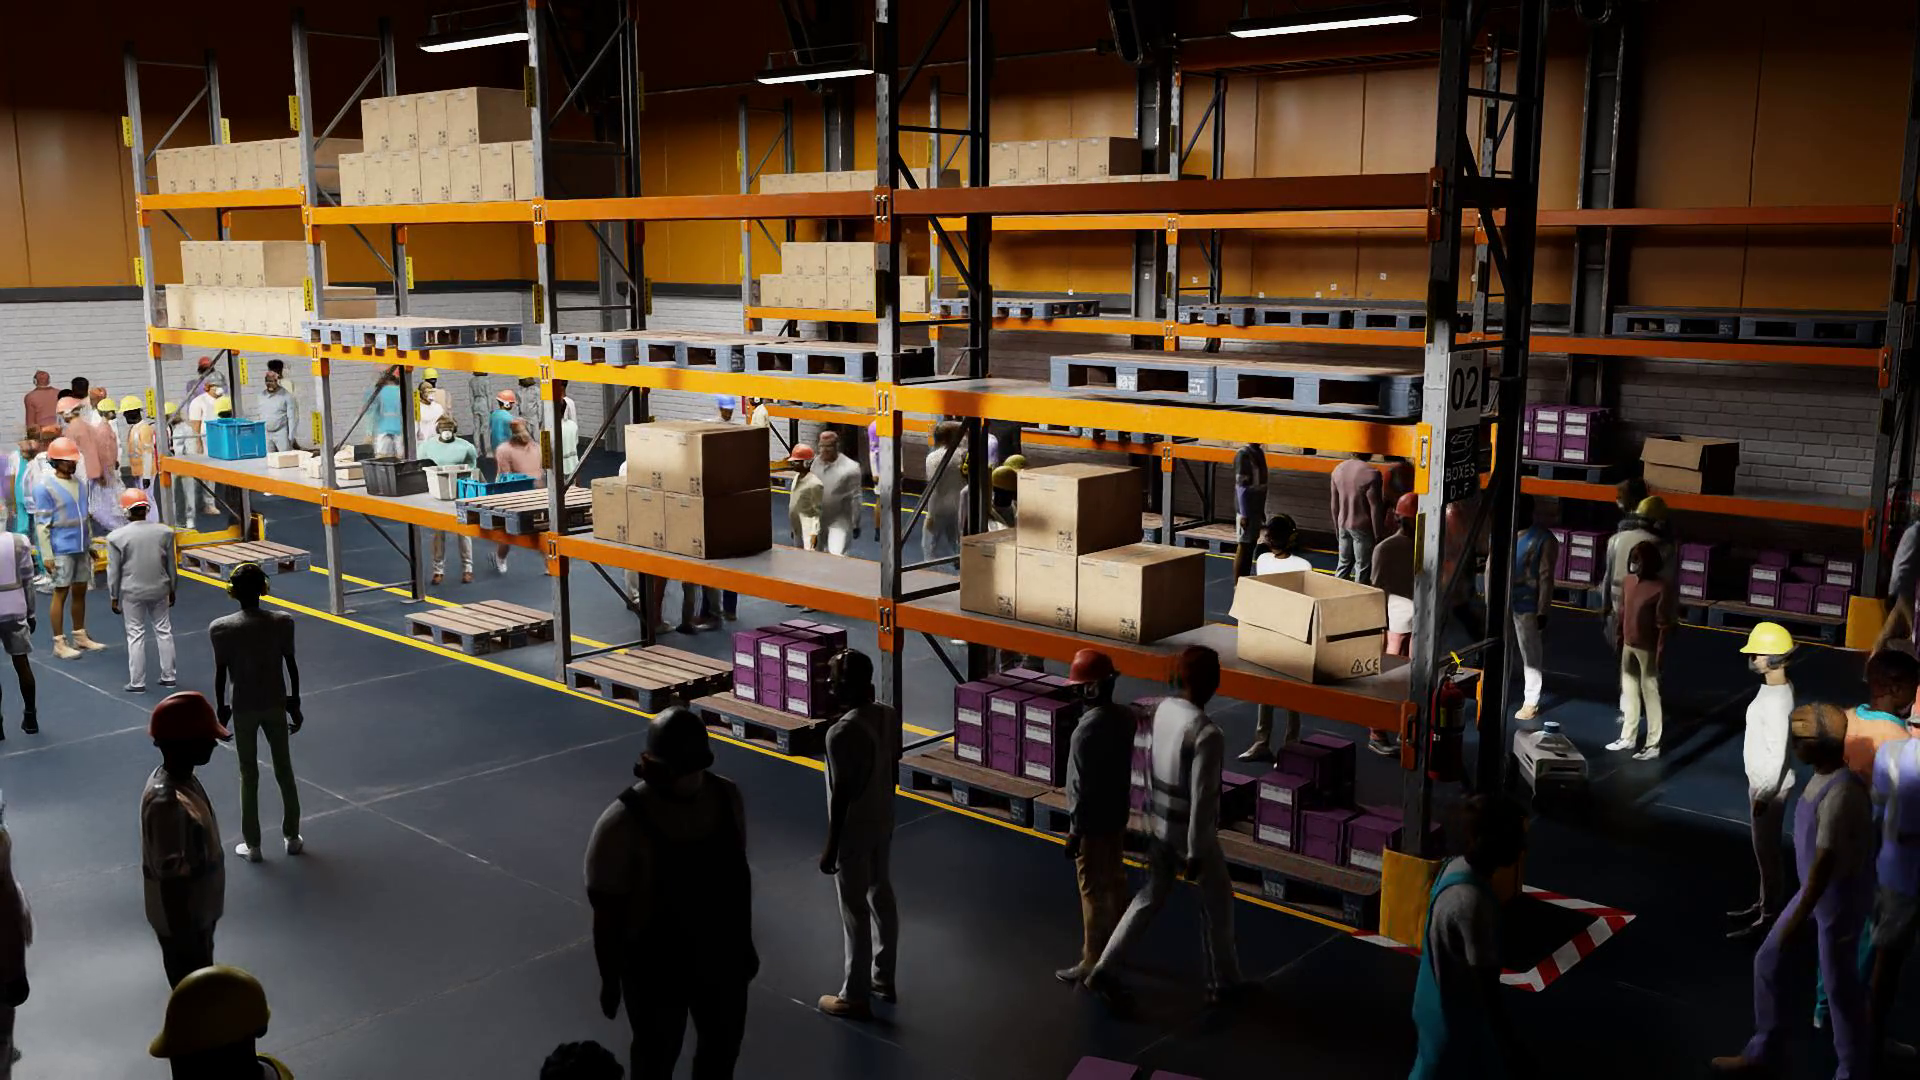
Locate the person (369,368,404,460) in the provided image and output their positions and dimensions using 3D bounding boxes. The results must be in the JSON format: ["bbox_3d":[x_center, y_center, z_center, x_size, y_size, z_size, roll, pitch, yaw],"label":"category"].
[{"bbox_3d":[-8.612,-1.635,25.107,0.754,1.997,0.459,-1,10,-4],"label":"person"}]

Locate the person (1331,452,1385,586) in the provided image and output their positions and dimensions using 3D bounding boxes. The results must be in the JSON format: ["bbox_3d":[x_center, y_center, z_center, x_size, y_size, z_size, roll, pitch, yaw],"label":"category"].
[{"bbox_3d":[3.958,-0.098,16.537,0.372,1.940,0.630,-7,12,-35],"label":"person"}]

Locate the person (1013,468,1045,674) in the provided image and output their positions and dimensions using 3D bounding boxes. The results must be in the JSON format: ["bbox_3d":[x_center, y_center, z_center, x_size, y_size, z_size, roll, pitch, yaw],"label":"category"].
[{"bbox_3d":[0.581,0.305,14.430,0.358,1.880,0.575,3,10,16],"label":"person"}]

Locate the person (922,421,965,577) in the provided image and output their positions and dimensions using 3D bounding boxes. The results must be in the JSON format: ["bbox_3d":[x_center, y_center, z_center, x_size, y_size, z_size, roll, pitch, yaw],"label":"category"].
[{"bbox_3d":[-0.207,-0.302,17.729,0.790,1.917,0.673,8,13,39],"label":"person"}]

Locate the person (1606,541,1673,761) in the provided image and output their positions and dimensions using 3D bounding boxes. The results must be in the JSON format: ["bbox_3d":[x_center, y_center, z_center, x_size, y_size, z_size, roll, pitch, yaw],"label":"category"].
[{"bbox_3d":[5.038,0.810,12.292,0.279,1.626,0.505,-3,11,-19],"label":"person"}]

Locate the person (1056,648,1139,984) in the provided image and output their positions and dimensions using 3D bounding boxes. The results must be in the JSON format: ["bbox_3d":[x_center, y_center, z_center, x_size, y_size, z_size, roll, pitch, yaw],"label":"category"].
[{"bbox_3d":[0.693,1.409,8.549,0.332,1.746,0.559,6,12,30],"label":"person"}]

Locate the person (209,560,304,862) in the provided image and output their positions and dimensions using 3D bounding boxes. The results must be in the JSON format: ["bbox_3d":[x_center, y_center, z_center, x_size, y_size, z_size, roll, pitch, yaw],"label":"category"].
[{"bbox_3d":[-4.327,1.045,10.254,0.514,1.876,0.328,-7,12,-33],"label":"person"}]

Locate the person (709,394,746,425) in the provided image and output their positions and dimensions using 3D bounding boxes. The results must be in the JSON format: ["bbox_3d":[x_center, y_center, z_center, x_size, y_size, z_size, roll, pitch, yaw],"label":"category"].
[{"bbox_3d":[-2.957,-0.894,21.088,0.622,1.925,0.645,-5,11,-25],"label":"person"}]

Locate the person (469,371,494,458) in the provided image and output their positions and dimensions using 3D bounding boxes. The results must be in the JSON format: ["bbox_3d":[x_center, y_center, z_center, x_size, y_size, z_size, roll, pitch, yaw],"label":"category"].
[{"bbox_3d":[-8.544,-2.341,29.791,0.483,1.736,0.311,5,11,25],"label":"person"}]

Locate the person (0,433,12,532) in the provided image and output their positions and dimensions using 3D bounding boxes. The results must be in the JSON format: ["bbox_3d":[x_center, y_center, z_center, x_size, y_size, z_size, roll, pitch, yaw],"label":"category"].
[{"bbox_3d":[-11.450,-0.500,19.678,0.523,1.631,0.320,3,10,15],"label":"person"}]

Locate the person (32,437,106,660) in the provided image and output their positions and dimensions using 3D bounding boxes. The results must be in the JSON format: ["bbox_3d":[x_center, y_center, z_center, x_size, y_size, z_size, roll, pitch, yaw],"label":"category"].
[{"bbox_3d":[-8.168,0.069,15.296,0.391,2.040,0.615,3,10,14],"label":"person"}]

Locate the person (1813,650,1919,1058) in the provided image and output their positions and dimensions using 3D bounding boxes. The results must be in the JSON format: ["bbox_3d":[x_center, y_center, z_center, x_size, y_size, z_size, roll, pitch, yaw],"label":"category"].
[{"bbox_3d":[4.276,1.454,7.817,0.391,1.920,0.593,0,10,-2],"label":"person"}]

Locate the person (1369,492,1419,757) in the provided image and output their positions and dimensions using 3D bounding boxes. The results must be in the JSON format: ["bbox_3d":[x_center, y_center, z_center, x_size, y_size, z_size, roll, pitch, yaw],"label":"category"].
[{"bbox_3d":[3.308,0.619,12.356,0.618,1.986,0.408,-6,12,-30],"label":"person"}]

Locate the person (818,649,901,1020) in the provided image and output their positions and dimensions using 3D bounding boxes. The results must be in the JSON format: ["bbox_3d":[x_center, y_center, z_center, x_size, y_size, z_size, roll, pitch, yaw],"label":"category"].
[{"bbox_3d":[-0.498,1.432,8.160,0.346,1.842,0.506,6,12,32],"label":"person"}]

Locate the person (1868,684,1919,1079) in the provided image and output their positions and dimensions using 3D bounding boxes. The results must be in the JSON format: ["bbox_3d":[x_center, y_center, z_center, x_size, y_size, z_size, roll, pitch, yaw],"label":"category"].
[{"bbox_3d":[4.276,1.524,7.364,0.542,1.939,0.364,8,13,40],"label":"person"}]

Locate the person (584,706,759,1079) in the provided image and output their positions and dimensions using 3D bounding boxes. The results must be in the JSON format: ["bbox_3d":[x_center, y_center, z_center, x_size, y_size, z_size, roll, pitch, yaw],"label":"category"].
[{"bbox_3d":[-1.091,1.615,6.558,0.536,2.000,0.698,10,14,43],"label":"person"}]

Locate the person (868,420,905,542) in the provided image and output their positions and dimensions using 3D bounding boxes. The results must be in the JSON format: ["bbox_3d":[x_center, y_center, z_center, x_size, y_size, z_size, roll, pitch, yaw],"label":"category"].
[{"bbox_3d":[-0.912,-0.914,21.197,0.391,1.925,0.550,9,13,41],"label":"person"}]

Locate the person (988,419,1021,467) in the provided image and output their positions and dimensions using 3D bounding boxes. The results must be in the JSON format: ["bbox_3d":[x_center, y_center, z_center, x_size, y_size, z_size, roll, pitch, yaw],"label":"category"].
[{"bbox_3d":[0.493,-0.933,21.167,0.602,1.977,0.434,7,12,34],"label":"person"}]

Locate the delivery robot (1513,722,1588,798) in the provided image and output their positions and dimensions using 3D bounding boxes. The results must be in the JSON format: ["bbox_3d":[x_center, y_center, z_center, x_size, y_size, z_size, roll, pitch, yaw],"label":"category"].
[{"bbox_3d":[4.000,1.477,11.274,0.477,0.478,0.707,1,10,5],"label":"delivery robot"}]

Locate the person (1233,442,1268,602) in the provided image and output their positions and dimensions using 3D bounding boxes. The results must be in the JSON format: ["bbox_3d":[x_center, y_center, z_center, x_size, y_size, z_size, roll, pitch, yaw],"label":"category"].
[{"bbox_3d":[3.090,-0.328,17.536,0.377,2.045,0.605,5,11,27],"label":"person"}]

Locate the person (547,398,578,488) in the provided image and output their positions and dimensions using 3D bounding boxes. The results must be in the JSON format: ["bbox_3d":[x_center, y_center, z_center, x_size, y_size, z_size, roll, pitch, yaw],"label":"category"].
[{"bbox_3d":[-4.943,-0.825,20.702,0.392,1.919,0.591,2,10,14],"label":"person"}]

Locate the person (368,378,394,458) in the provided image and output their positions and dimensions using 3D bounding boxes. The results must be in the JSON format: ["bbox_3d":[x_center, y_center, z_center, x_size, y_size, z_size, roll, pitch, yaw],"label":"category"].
[{"bbox_3d":[-9.527,-1.881,27.531,0.537,1.606,0.423,1,10,6],"label":"person"}]

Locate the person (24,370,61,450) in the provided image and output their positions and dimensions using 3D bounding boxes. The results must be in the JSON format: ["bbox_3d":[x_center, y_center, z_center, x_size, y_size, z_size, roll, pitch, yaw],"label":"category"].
[{"bbox_3d":[-13.839,-1.616,25.203,0.406,1.910,0.639,7,12,35],"label":"person"}]

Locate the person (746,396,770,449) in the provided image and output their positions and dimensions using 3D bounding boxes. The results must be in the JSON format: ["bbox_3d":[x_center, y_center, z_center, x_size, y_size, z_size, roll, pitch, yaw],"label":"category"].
[{"bbox_3d":[-2.958,-1.386,24.385,0.354,1.737,0.573,-1,10,-8],"label":"person"}]

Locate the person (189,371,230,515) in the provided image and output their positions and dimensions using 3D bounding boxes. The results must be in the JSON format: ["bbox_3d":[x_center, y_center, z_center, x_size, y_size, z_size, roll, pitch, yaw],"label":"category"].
[{"bbox_3d":[-10.468,-1.386,23.525,0.535,2.000,0.681,8,13,40],"label":"person"}]

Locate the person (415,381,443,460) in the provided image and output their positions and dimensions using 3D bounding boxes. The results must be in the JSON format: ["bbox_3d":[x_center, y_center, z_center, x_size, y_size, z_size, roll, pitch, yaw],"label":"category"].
[{"bbox_3d":[-7.288,-1.207,22.806,0.372,1.940,0.632,5,11,25],"label":"person"}]

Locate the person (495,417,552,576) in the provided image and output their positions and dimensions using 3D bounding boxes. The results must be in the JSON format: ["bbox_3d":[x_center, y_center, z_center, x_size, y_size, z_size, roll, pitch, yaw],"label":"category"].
[{"bbox_3d":[-4.986,-0.498,19.046,0.636,1.851,0.865,-9,13,-42],"label":"person"}]

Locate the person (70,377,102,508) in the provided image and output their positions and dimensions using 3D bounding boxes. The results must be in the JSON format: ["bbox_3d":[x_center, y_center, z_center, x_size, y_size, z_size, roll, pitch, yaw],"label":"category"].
[{"bbox_3d":[-12.590,-1.403,24.012,0.458,1.911,0.619,-9,13,-40],"label":"person"}]

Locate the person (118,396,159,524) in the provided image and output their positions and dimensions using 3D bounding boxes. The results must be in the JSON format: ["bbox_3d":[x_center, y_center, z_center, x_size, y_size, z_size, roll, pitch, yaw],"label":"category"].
[{"bbox_3d":[-10.299,-0.856,20.905,0.397,1.912,0.592,-8,13,-39],"label":"person"}]

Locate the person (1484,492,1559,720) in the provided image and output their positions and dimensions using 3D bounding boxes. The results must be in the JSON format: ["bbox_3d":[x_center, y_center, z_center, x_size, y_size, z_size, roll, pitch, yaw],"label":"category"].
[{"bbox_3d":[4.476,0.517,13.375,0.431,1.835,0.624,-7,12,-35],"label":"person"}]

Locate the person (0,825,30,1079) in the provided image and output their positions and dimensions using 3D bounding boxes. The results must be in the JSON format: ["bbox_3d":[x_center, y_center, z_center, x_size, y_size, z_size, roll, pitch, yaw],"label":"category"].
[{"bbox_3d":[-4.012,1.697,6.688,0.627,1.835,0.428,2,10,12],"label":"person"}]

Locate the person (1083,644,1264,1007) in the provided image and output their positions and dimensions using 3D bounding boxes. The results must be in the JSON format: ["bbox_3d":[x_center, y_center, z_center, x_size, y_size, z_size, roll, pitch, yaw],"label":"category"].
[{"bbox_3d":[1.055,1.421,8.205,0.882,1.852,0.579,-6,11,-29],"label":"person"}]
